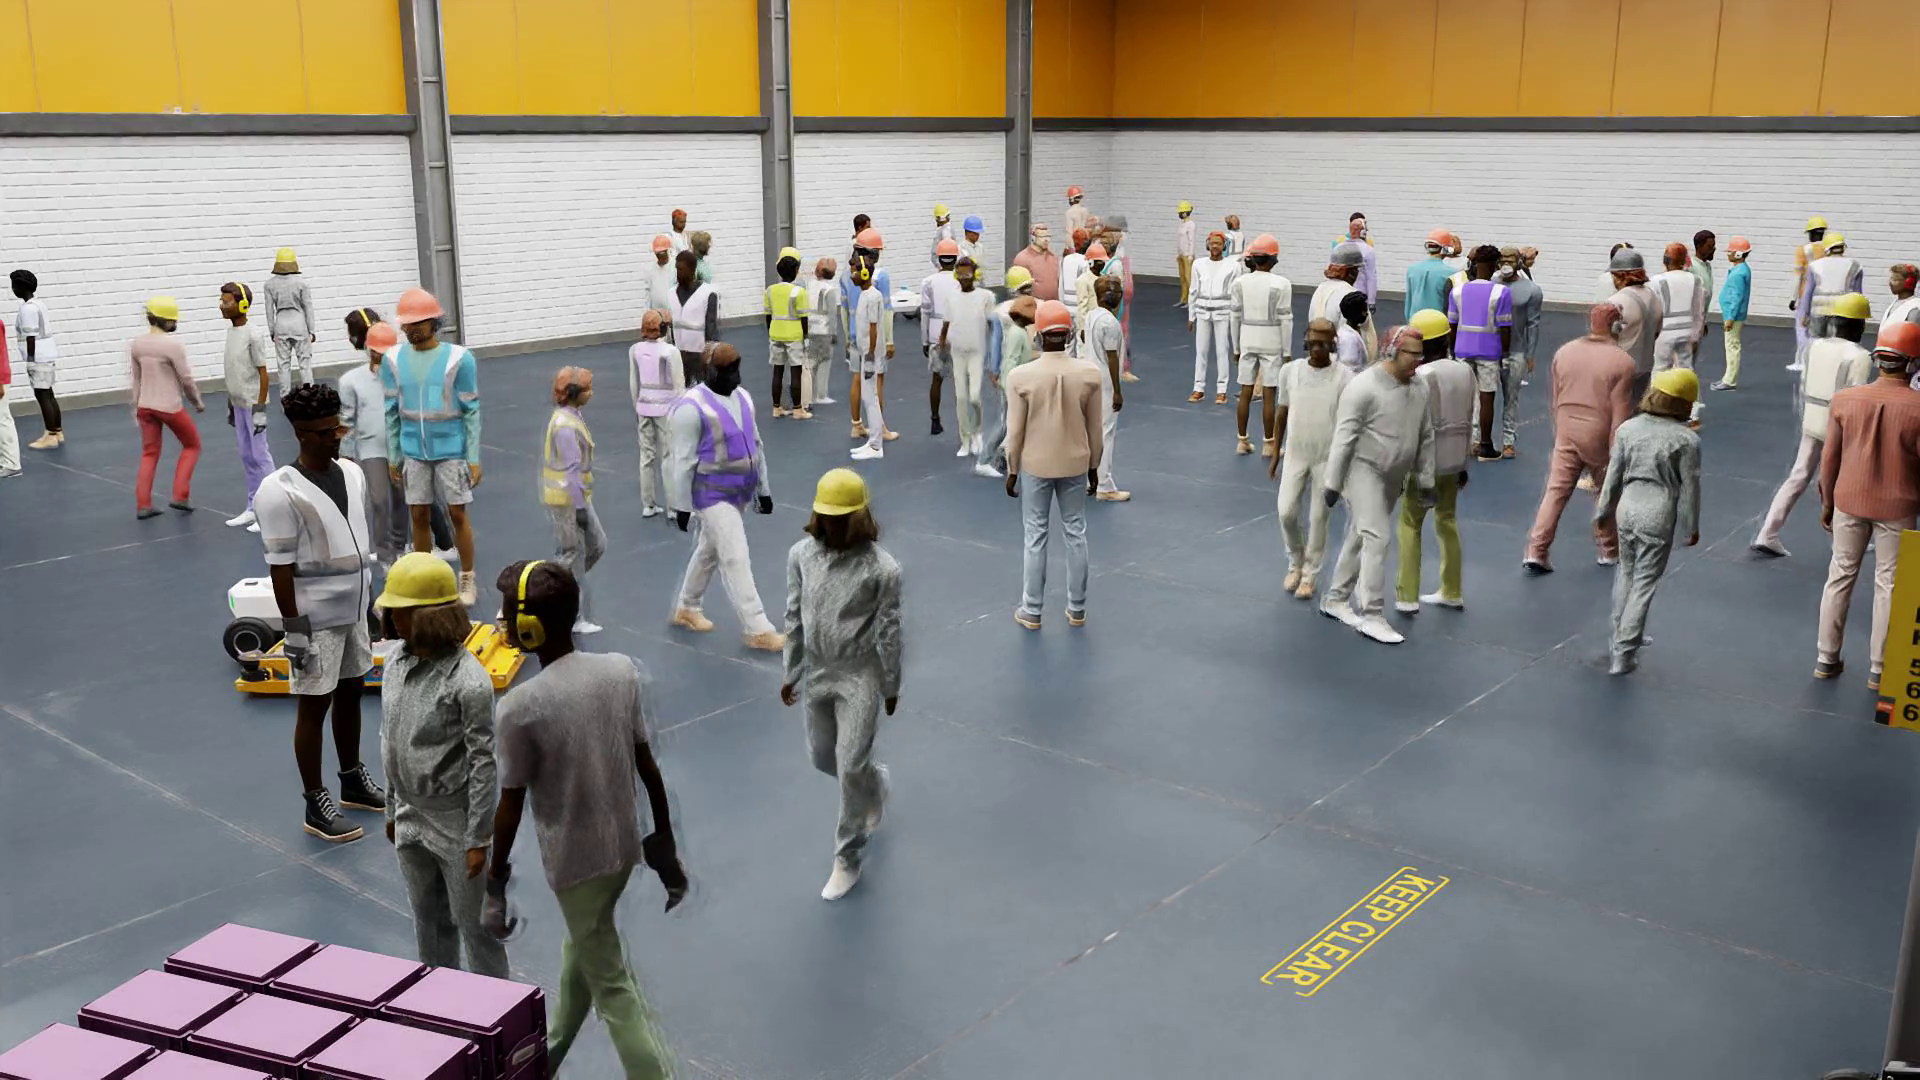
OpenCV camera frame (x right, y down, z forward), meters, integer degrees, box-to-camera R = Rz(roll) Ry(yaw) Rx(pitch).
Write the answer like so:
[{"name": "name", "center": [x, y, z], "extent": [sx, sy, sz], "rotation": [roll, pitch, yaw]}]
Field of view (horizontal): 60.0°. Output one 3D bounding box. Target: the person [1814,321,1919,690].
[{"name": "person", "center": [4.965, -0.181, 8.992], "extent": [0.382, 1.995, 0.612], "rotation": [-13, 19, -41]}]

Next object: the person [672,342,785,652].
[{"name": "person", "center": [-1.384, -0.272, 9.773], "extent": [0.953, 1.795, 0.643], "rotation": [7, 16, 27]}]

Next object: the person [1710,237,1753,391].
[{"name": "person", "center": [8.882, -2.596, 19.129], "extent": [0.326, 1.752, 0.560], "rotation": [7, 16, 26]}]

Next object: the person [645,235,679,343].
[{"name": "person", "center": [-3.487, -2.730, 19.682], "extent": [0.566, 1.744, 0.350], "rotation": [6, 15, 21]}]

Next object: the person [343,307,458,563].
[{"name": "person", "center": [-3.870, -0.700, 11.437], "extent": [0.739, 1.808, 0.551], "rotation": [-5, 15, -19]}]

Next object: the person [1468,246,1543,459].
[{"name": "person", "center": [4.965, -1.716, 15.239], "extent": [0.631, 1.940, 0.372], "rotation": [6, 15, 22]}]

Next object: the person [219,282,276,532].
[{"name": "person", "center": [-5.375, -1.002, 12.514], "extent": [0.513, 1.876, 0.328], "rotation": [12, 18, 39]}]

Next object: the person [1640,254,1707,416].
[{"name": "person", "center": [7.362, -2.106, 17.172], "extent": [0.343, 1.749, 0.573], "rotation": [-9, 17, -31]}]

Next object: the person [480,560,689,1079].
[{"name": "person", "center": [-1.150, 0.938, 4.864], "extent": [0.973, 1.814, 0.515], "rotation": [8, 16, 28]}]

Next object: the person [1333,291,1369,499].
[{"name": "person", "center": [3.182, -1.190, 13.626], "extent": [0.316, 1.695, 0.542], "rotation": [2, 14, 8]}]

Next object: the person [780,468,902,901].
[{"name": "person", "center": [-0.429, 0.522, 6.736], "extent": [0.493, 1.715, 0.698], "rotation": [7, 16, 26]}]

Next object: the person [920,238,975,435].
[{"name": "person", "center": [-0.112, -1.992, 16.371], "extent": [0.549, 1.929, 0.387], "rotation": [3, 14, 11]}]

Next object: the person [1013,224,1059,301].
[{"name": "person", "center": [0.910, -2.637, 18.985], "extent": [0.643, 1.909, 0.410], "rotation": [-12, 19, -40]}]

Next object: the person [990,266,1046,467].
[{"name": "person", "center": [0.580, -1.546, 14.889], "extent": [0.624, 1.791, 0.848], "rotation": [1, 14, 2]}]

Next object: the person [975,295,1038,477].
[{"name": "person", "center": [0.491, -1.307, 14.315], "extent": [0.782, 1.592, 0.567], "rotation": [1, 14, 4]}]

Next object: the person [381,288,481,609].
[{"name": "person", "center": [-3.298, -0.548, 10.389], "extent": [0.608, 2.034, 0.436], "rotation": [1, 14, 4]}]

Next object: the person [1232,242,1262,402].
[{"name": "person", "center": [3.225, -2.409, 18.372], "extent": [0.318, 1.756, 0.562], "rotation": [0, 14, 0]}]

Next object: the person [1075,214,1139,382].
[{"name": "person", "center": [1.707, -2.910, 19.804], "extent": [0.886, 2.000, 0.681], "rotation": [12, 18, 39]}]

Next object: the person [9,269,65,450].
[{"name": "person", "center": [-8.715, -1.709, 15.722], "extent": [0.319, 1.687, 0.539], "rotation": [-5, 15, -18]}]

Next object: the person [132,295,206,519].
[{"name": "person", "center": [-6.160, -1.018, 12.864], "extent": [0.538, 1.725, 0.481], "rotation": [6, 15, 23]}]

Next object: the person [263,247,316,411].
[{"name": "person", "center": [-7.105, -2.235, 17.702], "extent": [0.495, 1.741, 0.303], "rotation": [-2, 14, -6]}]

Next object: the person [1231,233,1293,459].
[{"name": "person", "center": [2.762, -1.767, 15.220], "extent": [0.608, 2.048, 0.364], "rotation": [10, 17, 35]}]

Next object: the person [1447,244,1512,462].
[{"name": "person", "center": [4.721, -1.696, 15.117], "extent": [0.602, 1.959, 0.379], "rotation": [12, 18, 39]}]

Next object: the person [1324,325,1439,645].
[{"name": "person", "center": [2.552, -0.345, 9.907], "extent": [0.639, 1.866, 0.842], "rotation": [-11, 18, -38]}]

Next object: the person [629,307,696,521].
[{"name": "person", "center": [-2.316, -0.965, 12.843], "extent": [0.512, 1.641, 0.312], "rotation": [8, 16, 29]}]

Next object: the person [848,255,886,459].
[{"name": "person", "center": [-0.861, -1.672, 15.244], "extent": [0.350, 1.857, 0.520], "rotation": [-3, 14, -11]}]

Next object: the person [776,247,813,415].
[{"name": "person", "center": [-1.750, -2.205, 17.559], "extent": [0.354, 1.757, 0.524], "rotation": [1, 14, 3]}]

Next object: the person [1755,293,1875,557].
[{"name": "person", "center": [6.082, -0.794, 11.679], "extent": [0.971, 1.885, 0.601], "rotation": [-5, 15, -18]}]

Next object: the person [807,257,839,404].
[{"name": "person", "center": [-1.539, -2.259, 18.073], "extent": [0.441, 1.618, 0.531], "rotation": [-10, 17, -35]}]

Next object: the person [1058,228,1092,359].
[{"name": "person", "center": [1.339, -2.534, 18.613], "extent": [0.341, 1.883, 0.587], "rotation": [-9, 17, -33]}]

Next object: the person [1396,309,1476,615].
[{"name": "person", "center": [2.942, -0.482, 10.366], "extent": [0.617, 1.910, 0.434], "rotation": [-9, 17, -32]}]

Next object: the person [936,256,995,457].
[{"name": "person", "center": [0.059, -1.668, 15.217], "extent": [0.559, 1.851, 0.419], "rotation": [4, 15, 15]}]

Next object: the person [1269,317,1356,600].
[{"name": "person", "center": [2.247, -0.512, 10.643], "extent": [0.551, 1.832, 0.398], "rotation": [6, 15, 21]}]

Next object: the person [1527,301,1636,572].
[{"name": "person", "center": [4.276, -0.693, 11.325], "extent": [0.982, 1.866, 0.650], "rotation": [-10, 17, -36]}]

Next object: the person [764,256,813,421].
[{"name": "person", "center": [-1.774, -2.082, 17.187], "extent": [0.540, 1.697, 0.317], "rotation": [8, 16, 30]}]
